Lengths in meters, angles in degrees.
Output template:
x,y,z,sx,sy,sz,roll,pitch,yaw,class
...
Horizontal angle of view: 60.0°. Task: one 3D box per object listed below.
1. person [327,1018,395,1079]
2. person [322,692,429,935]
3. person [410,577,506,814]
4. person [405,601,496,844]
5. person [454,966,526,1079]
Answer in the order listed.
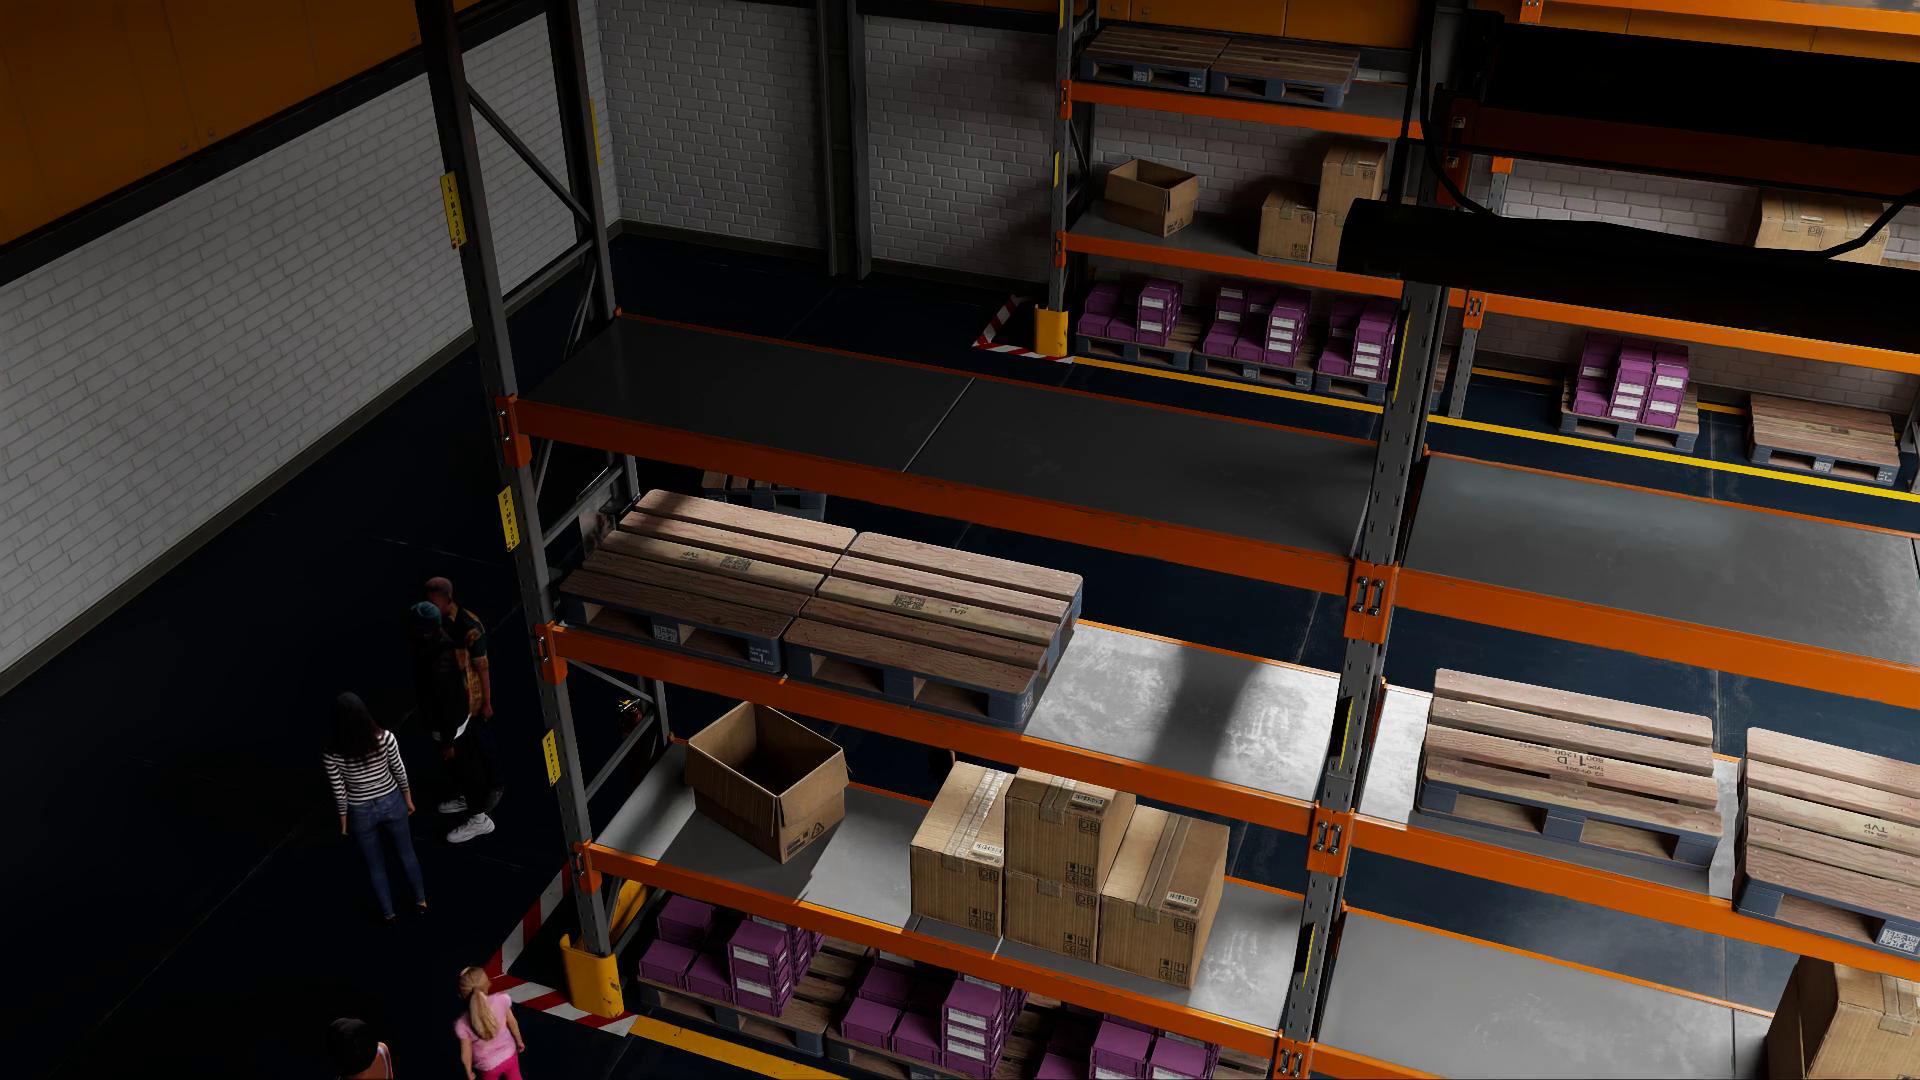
x,y,z,sx,sy,sz,roll,pitch,yaw,class
-2.853,2.931,8.136,0.526,1.696,0.566,12,36,18,person
-3.502,1.645,9.981,0.648,1.796,0.690,-17,37,-24,person
-3.291,0.999,10.943,0.598,1.807,0.755,9,35,14,person
-3.306,1.147,10.710,0.802,1.817,0.754,-13,36,-18,person
-2.430,2.760,8.783,0.687,1.264,0.794,-25,41,-32,person
